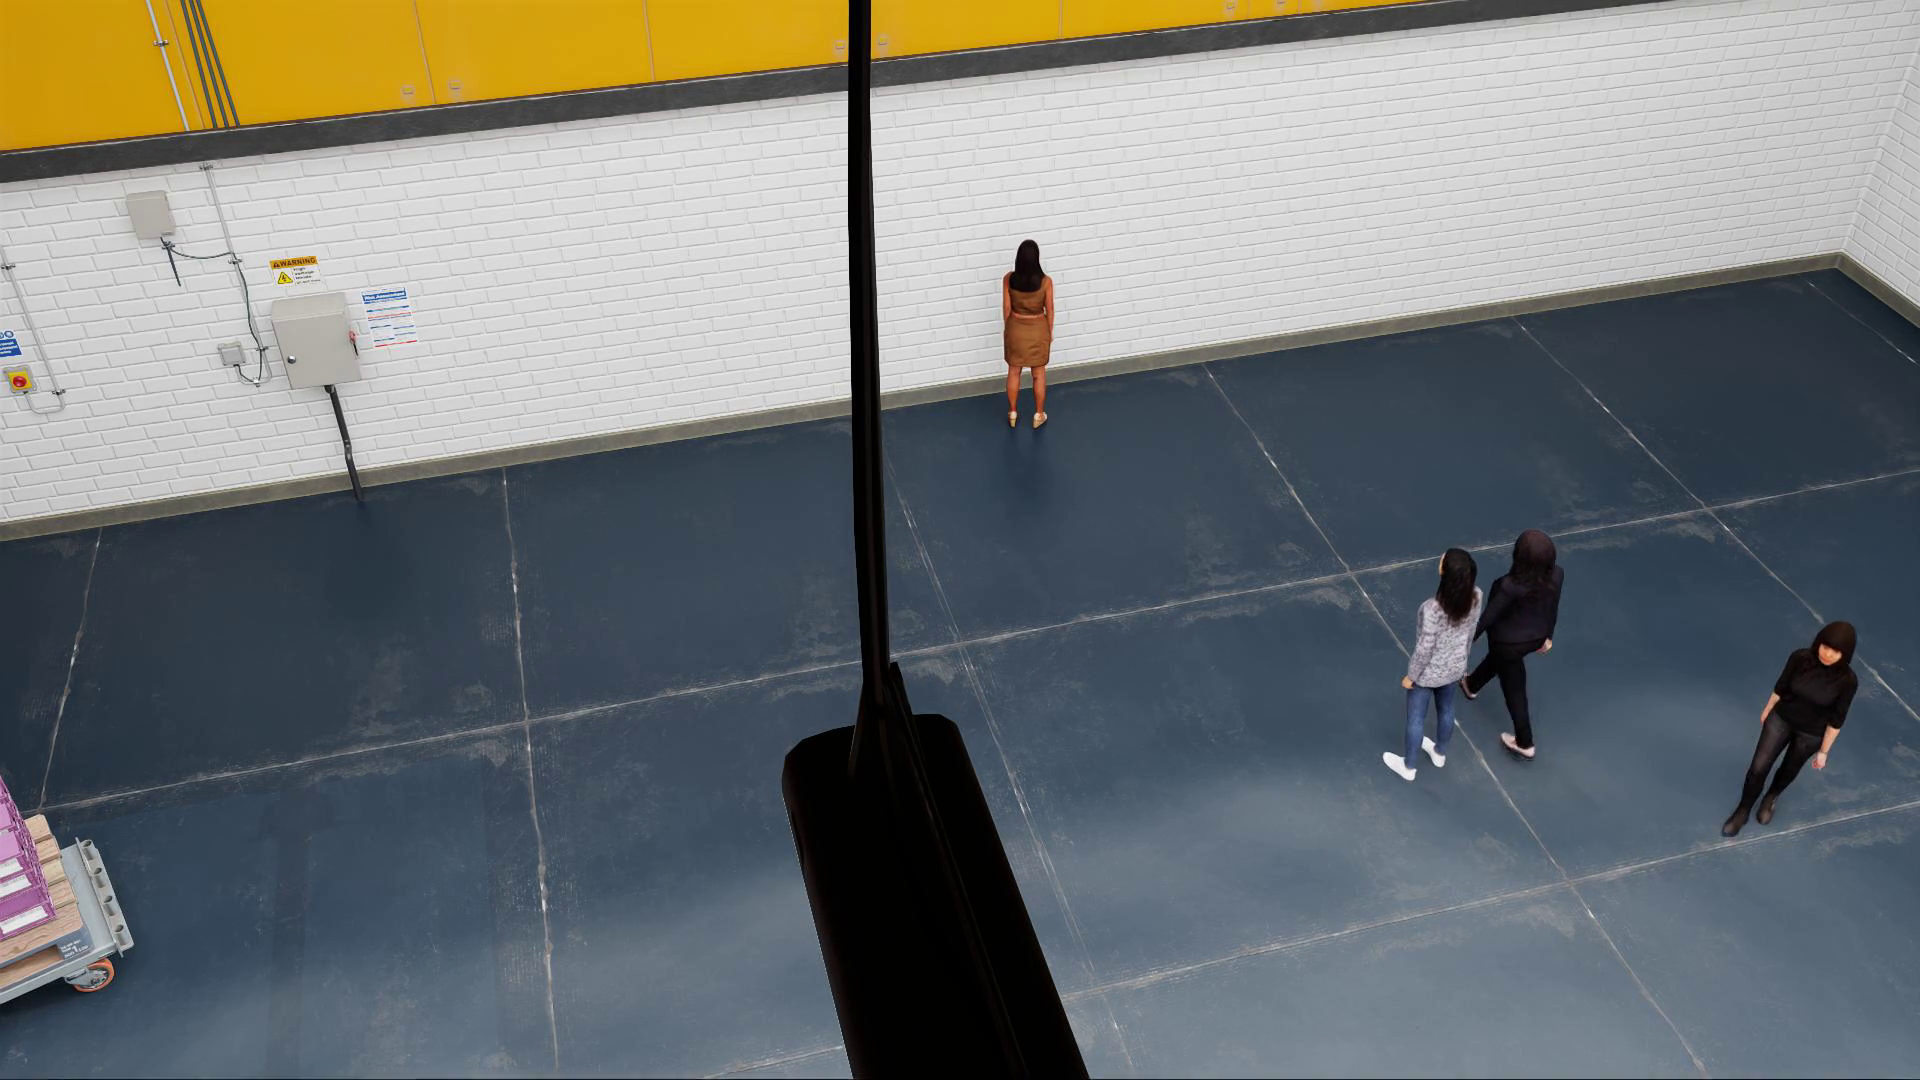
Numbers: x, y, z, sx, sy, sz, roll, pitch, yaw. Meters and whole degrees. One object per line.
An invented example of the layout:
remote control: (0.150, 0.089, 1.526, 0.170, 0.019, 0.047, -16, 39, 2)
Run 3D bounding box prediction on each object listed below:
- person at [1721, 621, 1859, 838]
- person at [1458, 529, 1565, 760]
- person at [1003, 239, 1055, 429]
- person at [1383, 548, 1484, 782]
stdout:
person: (5.021, 1.061, 9.902, 0.823, 1.631, 0.859, 26, 45, 29)
person: (3.534, 0.677, 10.427, 0.856, 1.577, 1.175, -21, 43, -24)
person: (0.536, -1.633, 13.228, 0.629, 1.690, 0.628, 5, 39, 7)
person: (2.927, 0.762, 10.195, 0.660, 1.732, 0.588, -17, 42, -20)
